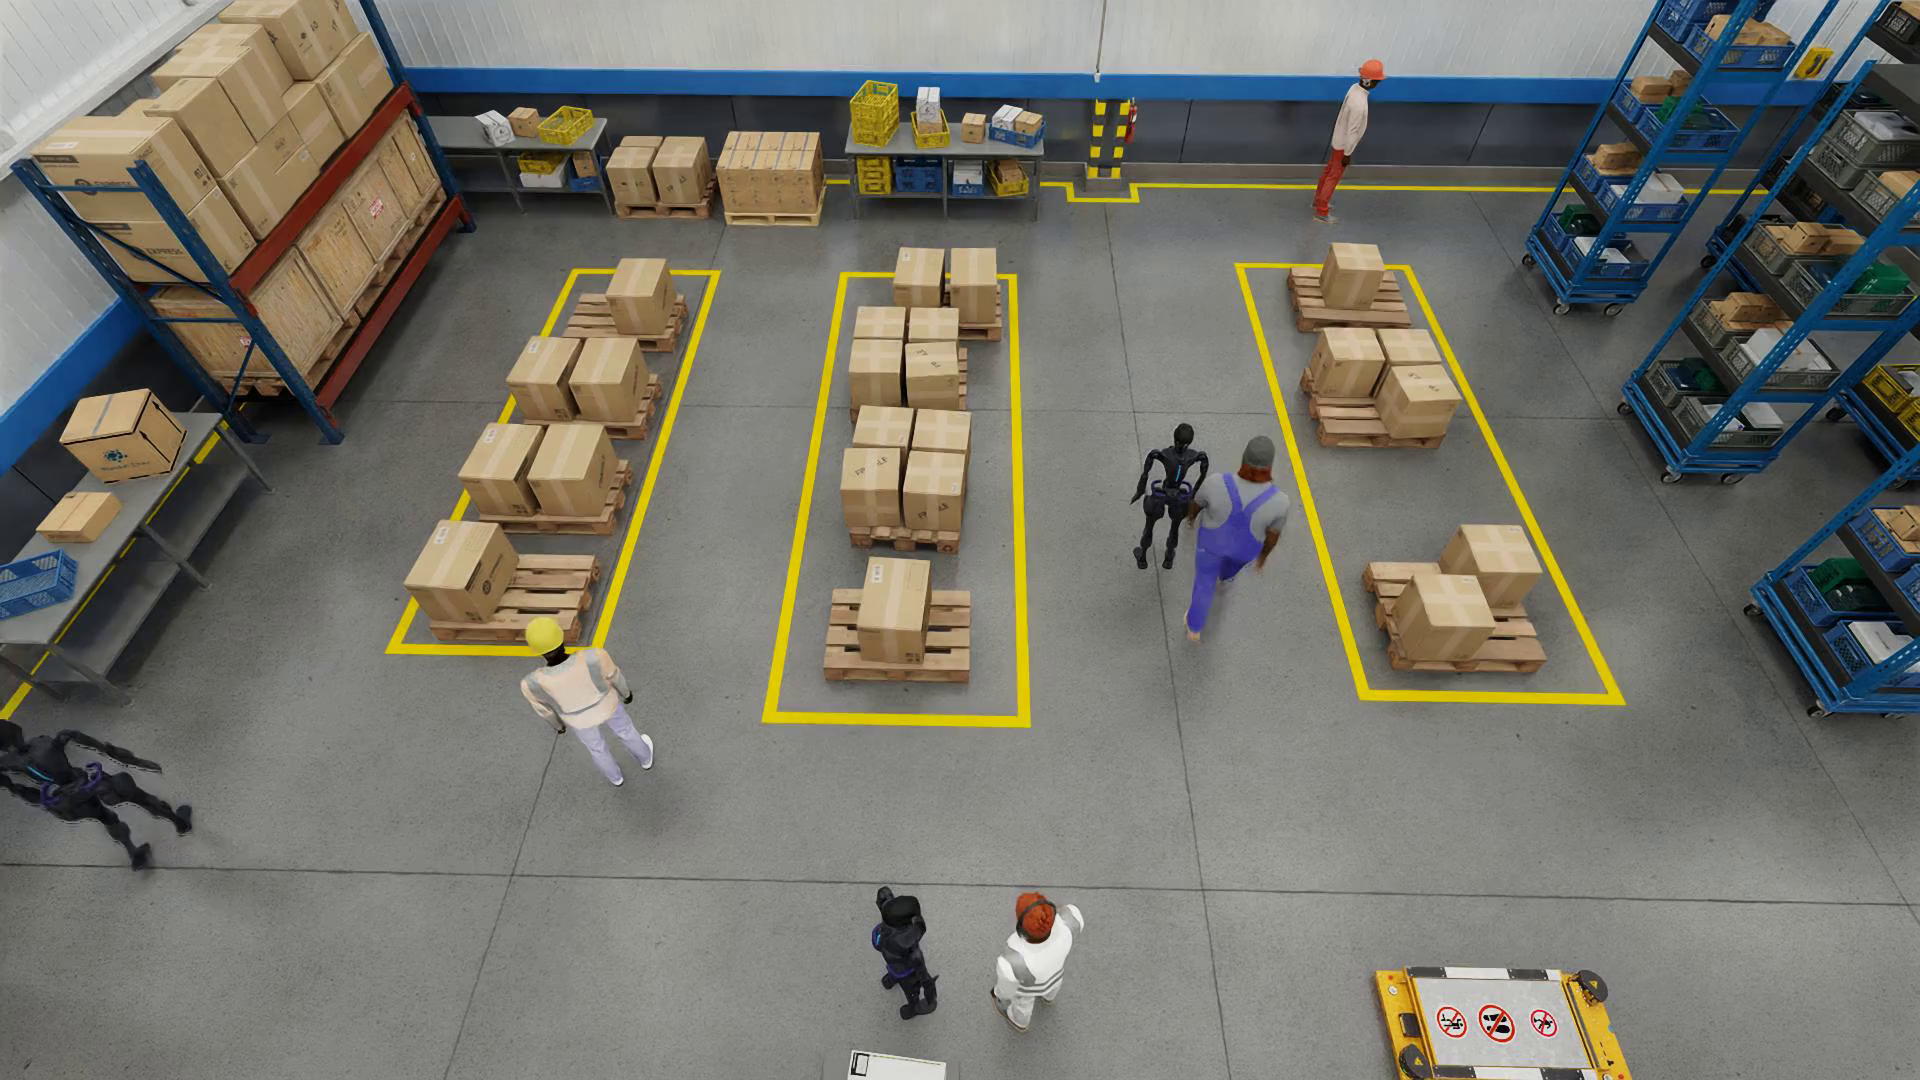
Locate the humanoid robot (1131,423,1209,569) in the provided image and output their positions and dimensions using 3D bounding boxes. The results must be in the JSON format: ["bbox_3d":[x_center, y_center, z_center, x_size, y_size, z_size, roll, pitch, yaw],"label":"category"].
[{"bbox_3d":[1.787,-0.370,7.869,0.586,1.657,0.327,3,51,2],"label":"humanoid robot"}]

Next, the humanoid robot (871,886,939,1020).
[{"bbox_3d":[-0.336,2.486,5.542,0.315,1.657,0.610,-25,55,-19],"label":"humanoid robot"}]

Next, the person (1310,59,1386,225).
[{"bbox_3d":[4.807,-4.945,11.404,0.381,1.993,0.621,8,51,7],"label":"person"}]

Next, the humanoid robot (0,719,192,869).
[{"bbox_3d":[-5.887,1.656,6.222,0.628,1.650,0.371,-27,56,-20],"label":"humanoid robot"}]

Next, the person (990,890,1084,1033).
[{"bbox_3d":[0.424,2.503,5.401,0.574,1.886,0.362,-30,57,-22],"label":"person"}]

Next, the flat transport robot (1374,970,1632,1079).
[{"bbox_3d":[3.501,3.133,5.914,1.431,0.197,0.652,1,51,1],"label":"flat transport robot"}]

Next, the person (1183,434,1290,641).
[{"bbox_3d":[2.192,-0.087,7.415,0.702,2.000,1.027,15,52,12],"label":"person"}]

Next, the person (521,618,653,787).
[{"bbox_3d":[-2.620,1.167,6.471,0.585,1.917,0.378,-25,55,-19],"label":"person"}]
